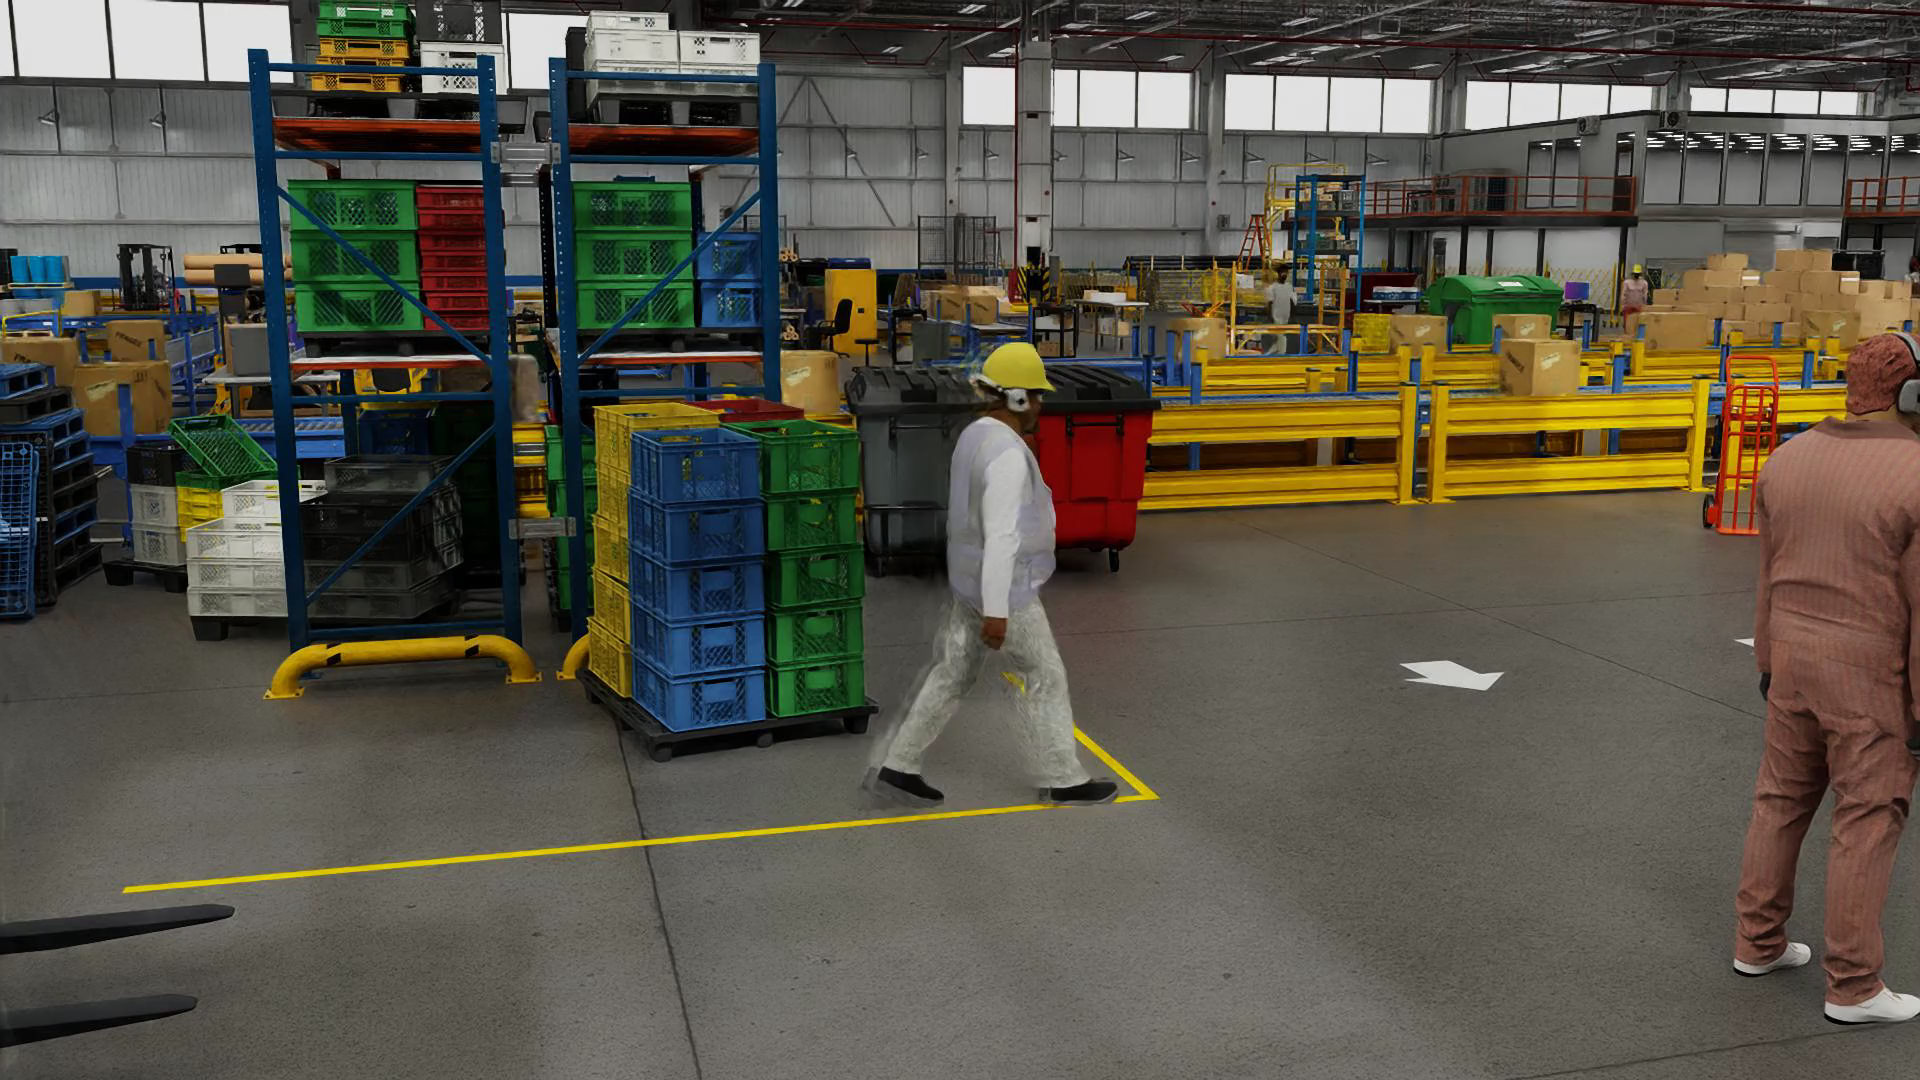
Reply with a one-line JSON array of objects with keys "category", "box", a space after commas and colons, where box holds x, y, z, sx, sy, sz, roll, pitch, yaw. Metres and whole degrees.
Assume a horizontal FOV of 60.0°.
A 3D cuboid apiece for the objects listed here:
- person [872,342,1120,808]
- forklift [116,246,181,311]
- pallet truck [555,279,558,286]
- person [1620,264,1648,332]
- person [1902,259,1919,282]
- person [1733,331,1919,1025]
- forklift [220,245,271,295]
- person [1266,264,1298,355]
[{"category": "person", "box": [0.105, 0.151, 6.232, 0.932, 1.783, 0.600, -3, 10, -16]}, {"category": "forklift", "box": [-19.966, -6.232, 40.894, 1.157, 1.987, 2.680, -3, 10, -15]}, {"category": "pallet truck", "box": [-10.604, -6.375, 44.520, 0.653, 1.274, 1.630, -3, 10, -15]}, {"category": "person", "box": [14.363, -4.999, 35.455, 0.535, 1.749, 0.529, 4, 11, 20]}, {"category": "person", "box": [19.966, -4.956, 34.882, 0.615, 1.865, 0.420, -2, 10, -10]}, {"category": "person", "box": [2.497, 0.375, 4.632, 0.394, 1.899, 0.641, -4, 11, -20]}, {"category": "forklift", "box": [-17.749, -6.334, 41.440, 1.157, 1.987, 2.680, -3, 10, -17]}, {"category": "person", "box": [5.378, -3.730, 28.015, 0.514, 1.844, 0.874, -7, 12, -34]}]
